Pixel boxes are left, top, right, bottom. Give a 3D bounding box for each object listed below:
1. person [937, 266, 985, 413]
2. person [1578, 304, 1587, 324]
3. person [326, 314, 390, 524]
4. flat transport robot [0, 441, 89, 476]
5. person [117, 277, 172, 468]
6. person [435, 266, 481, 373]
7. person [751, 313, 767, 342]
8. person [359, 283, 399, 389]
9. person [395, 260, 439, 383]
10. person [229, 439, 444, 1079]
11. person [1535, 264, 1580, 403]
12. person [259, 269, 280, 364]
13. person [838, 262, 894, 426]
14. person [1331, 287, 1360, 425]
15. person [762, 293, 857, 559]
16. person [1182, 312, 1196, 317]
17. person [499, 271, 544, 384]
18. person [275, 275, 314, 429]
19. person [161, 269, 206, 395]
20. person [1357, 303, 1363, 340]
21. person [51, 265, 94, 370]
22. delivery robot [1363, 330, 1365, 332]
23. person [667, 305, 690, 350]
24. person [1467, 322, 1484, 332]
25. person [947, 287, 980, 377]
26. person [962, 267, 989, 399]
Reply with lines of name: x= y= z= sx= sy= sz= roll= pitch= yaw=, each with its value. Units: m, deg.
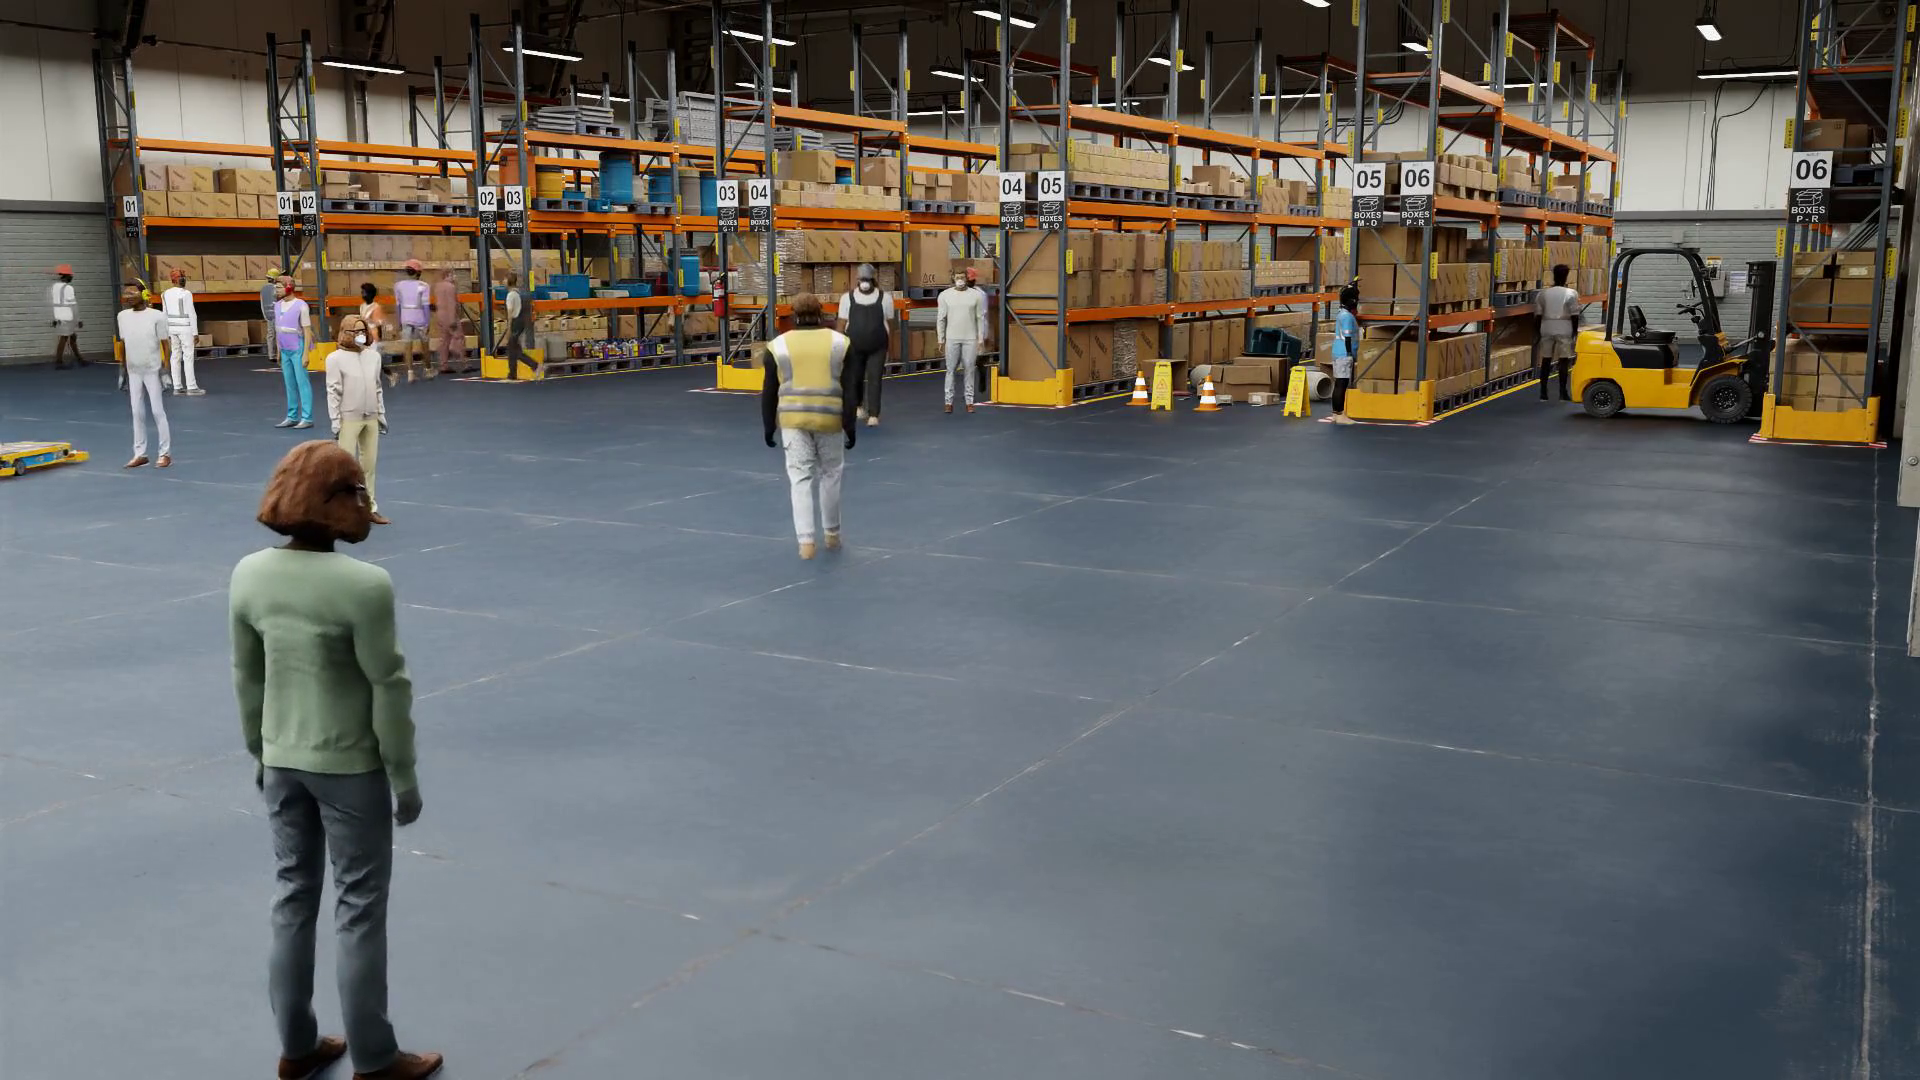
person: x=0.014 y=-2.628 z=21.966 sx=0.639 sy=1.938 sz=0.403 roll=-1 pitch=10 yaw=-3
person: x=13.955 y=-5.246 z=37.400 sx=0.913 sy=1.889 sz=0.603 roll=9 pitch=13 yaw=43
person: x=-4.603 y=-0.905 z=12.728 sx=0.264 sy=1.632 sz=0.507 roll=6 pitch=11 yaw=30
flat transport robot: x=-9.162 y=-0.793 z=16.053 sx=0.652 sy=0.197 sz=1.431 roll=1 pitch=10 yaw=6
person: x=-7.992 y=-1.630 z=16.289 sx=0.534 sy=1.868 sz=0.309 roll=1 pitch=10 yaw=4
person: x=-8.934 y=-3.900 z=29.506 sx=0.738 sy=1.884 sz=0.678 roll=-8 pitch=12 yaw=-38
person: x=-4.627 y=-5.424 z=38.324 sx=0.595 sy=1.925 sz=0.374 roll=6 pitch=11 yaw=32
person: x=-8.766 y=-3.017 z=24.939 sx=0.626 sy=1.682 sz=0.542 roll=-8 pitch=13 yaw=-40
person: x=-8.995 y=-3.619 z=27.523 sx=0.639 sy=1.995 sz=0.984 roll=0 pitch=10 yaw=3
person: x=-1.551 y=0.568 z=4.108 sx=0.507 sy=1.631 sz=0.268 roll=4 pitch=10 yaw=22
person: x=8.461 y=-2.924 z=23.574 sx=0.613 sy=1.963 sz=0.362 roll=7 pitch=12 yaw=35
person: x=-13.187 y=-4.308 z=32.070 sx=0.600 sy=1.831 sz=0.404 roll=5 pitch=11 yaw=27
person: x=-1.157 y=-2.457 z=20.623 sx=0.688 sy=2.000 sz=0.812 roll=0 pitch=10 yaw=1
person: x=4.749 y=-2.260 z=20.486 sx=0.320 sy=1.692 sz=0.531 roll=1 pitch=10 yaw=3
person: x=-1.049 y=-0.807 z=11.623 sx=0.656 sy=1.811 sz=0.777 roll=-1 pitch=10 yaw=-5
person: x=6.037 y=-6.350 z=43.542 sx=0.621 sy=1.997 sz=0.372 roll=9 pitch=13 yaw=41
person: x=-7.130 y=-3.421 z=26.886 sx=0.660 sy=1.828 sz=0.520 roll=-1 pitch=10 yaw=-5
person: x=-8.010 y=-2.255 z=20.026 sx=0.565 sy=1.841 sz=0.396 roll=6 pitch=12 yaw=33
person: x=-11.618 y=-3.099 z=24.848 sx=0.575 sy=1.883 sz=0.355 roll=3 pitch=10 yaw=19
person: x=8.616 y=-5.026 z=36.209 sx=0.510 sy=1.860 sz=0.333 roll=2 pitch=10 yaw=10
person: x=-16.300 y=-4.085 z=30.547 sx=0.579 sy=1.898 sz=0.899 roll=7 pitch=12 yaw=34
delivery robot: x=8.866 y=-4.688 z=37.758 sx=0.707 sy=0.478 sz=0.477 roll=1 pitch=10 yaw=3
person: x=-5.862 y=-4.814 z=34.769 sx=0.571 sy=1.924 sz=0.541 roll=6 pitch=11 yaw=30
person: x=11.574 y=-5.217 z=37.206 sx=0.640 sy=1.910 sz=0.809 roll=5 pitch=11 yaw=25
person: x=0.042 y=-3.703 z=28.511 sx=0.601 sy=1.833 sz=0.966 roll=6 pitch=11 yaw=29
person: x=0.168 y=-3.012 z=24.236 sx=0.566 sy=1.913 sz=0.600 roll=3 pitch=10 yaw=19
